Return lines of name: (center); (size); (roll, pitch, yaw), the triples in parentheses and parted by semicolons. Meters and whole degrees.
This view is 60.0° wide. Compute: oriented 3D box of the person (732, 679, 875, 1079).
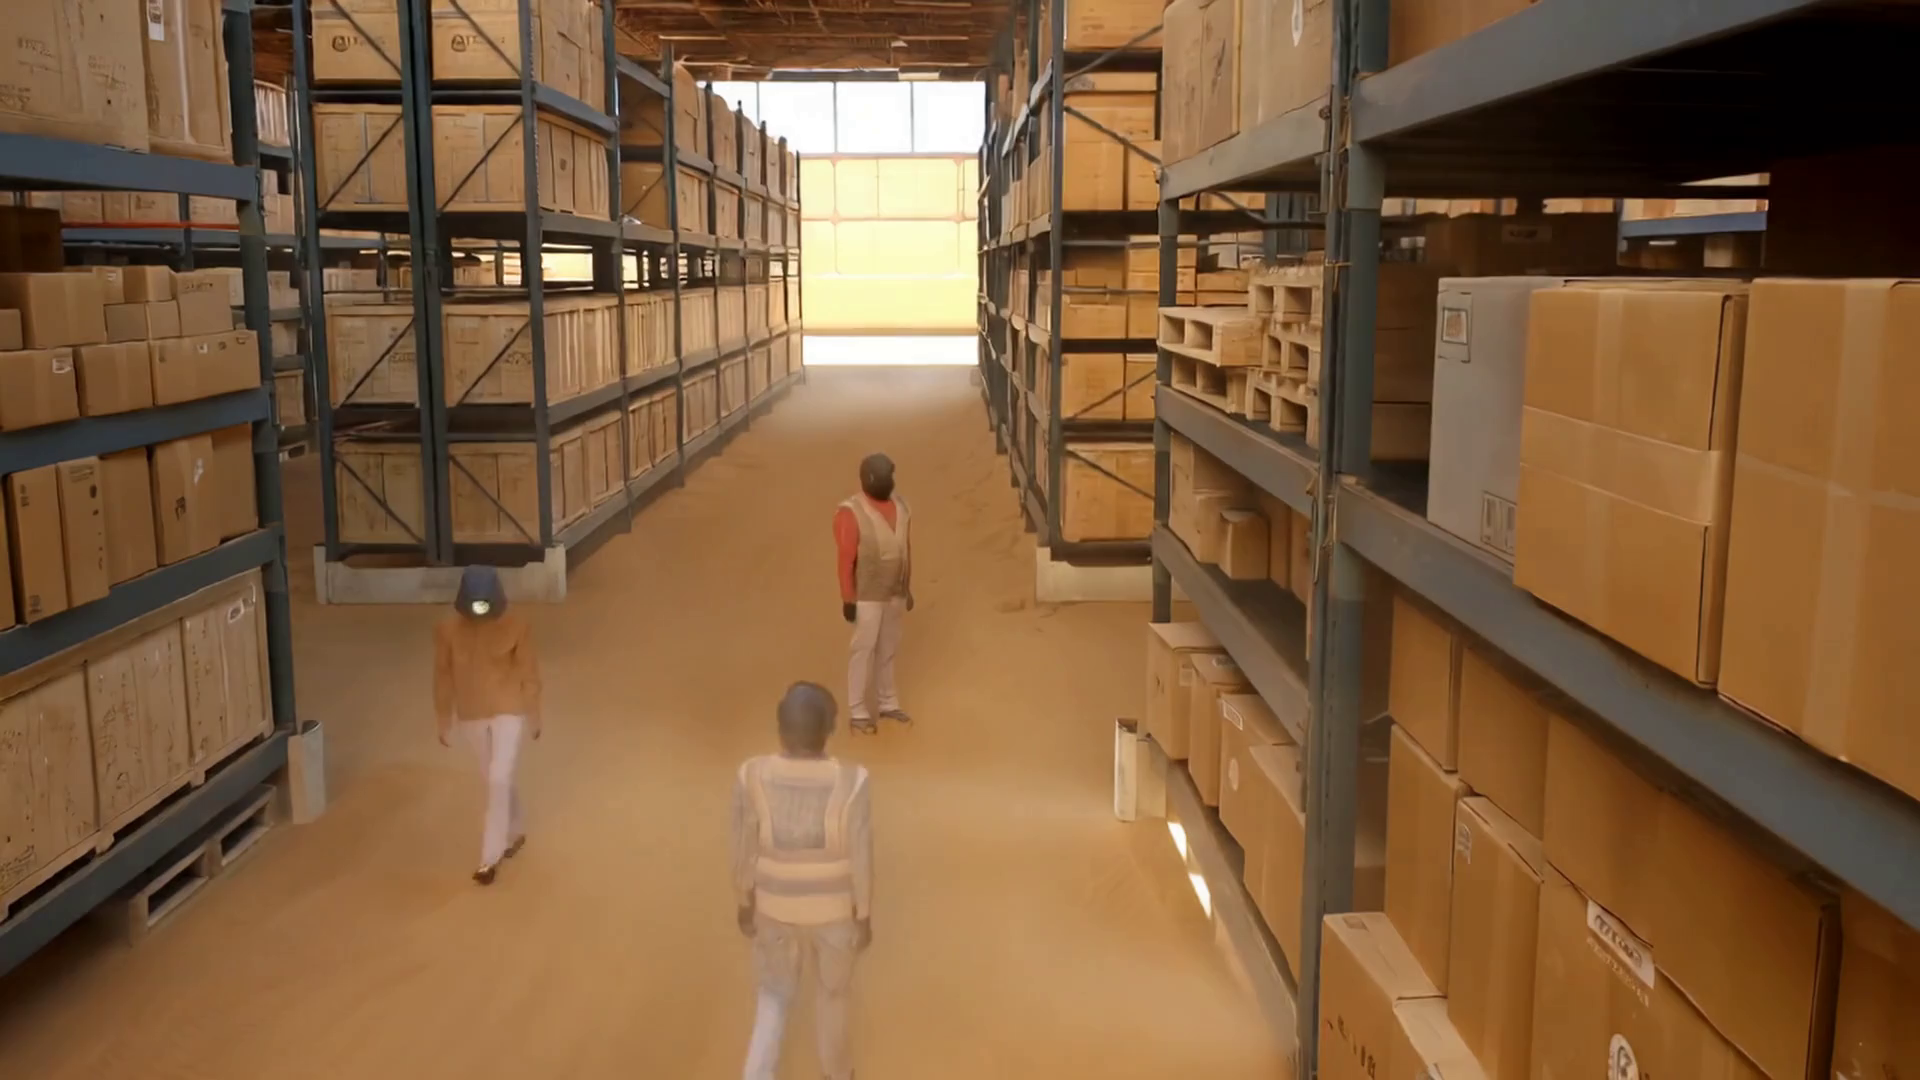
person: (-0.562, 1.299, 5.798); (0.520, 1.610, 0.743); (2, 9, 10)

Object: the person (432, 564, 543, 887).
person: (-2.358, 0.903, 8.252); (0.496, 1.580, 0.862); (1, 9, 5)

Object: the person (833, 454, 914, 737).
person: (-0.531, 0.350, 10.887); (0.429, 1.842, 0.636); (8, 12, 41)
